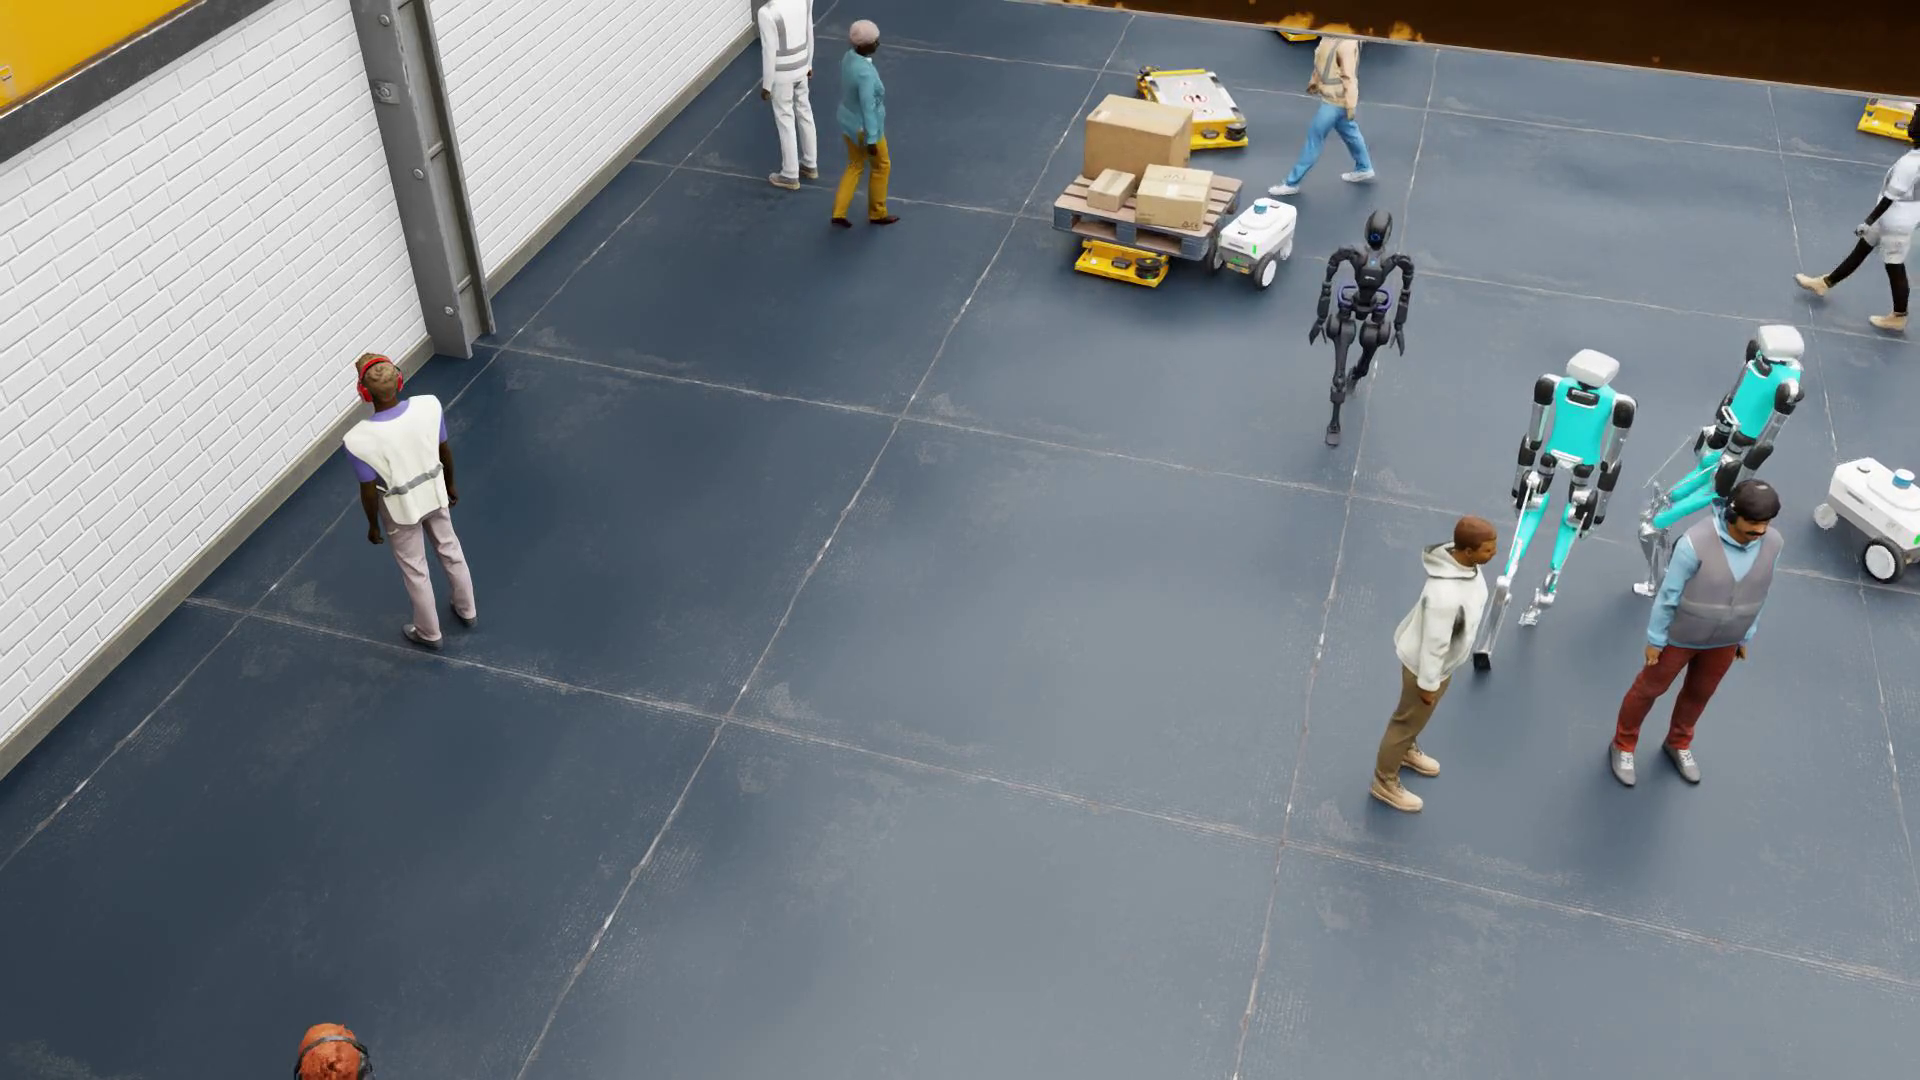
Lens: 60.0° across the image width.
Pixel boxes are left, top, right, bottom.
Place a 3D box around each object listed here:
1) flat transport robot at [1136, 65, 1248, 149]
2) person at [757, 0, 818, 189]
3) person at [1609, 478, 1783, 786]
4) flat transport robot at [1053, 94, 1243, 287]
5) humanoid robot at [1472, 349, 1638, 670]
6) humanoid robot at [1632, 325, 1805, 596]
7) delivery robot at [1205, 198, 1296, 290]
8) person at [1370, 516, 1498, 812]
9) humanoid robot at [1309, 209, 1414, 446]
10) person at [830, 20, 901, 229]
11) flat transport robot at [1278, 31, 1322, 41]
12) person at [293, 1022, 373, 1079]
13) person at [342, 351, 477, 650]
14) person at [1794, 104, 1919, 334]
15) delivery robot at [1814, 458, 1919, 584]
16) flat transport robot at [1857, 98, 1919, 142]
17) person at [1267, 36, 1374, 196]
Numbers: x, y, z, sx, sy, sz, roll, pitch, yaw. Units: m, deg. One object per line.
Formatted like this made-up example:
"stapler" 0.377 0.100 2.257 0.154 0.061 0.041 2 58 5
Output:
"flat transport robot" 2.057 -3.866 14.814 0.659 0.231 1.431 -5 39 -7
"person" -1.388 -3.754 13.385 0.338 1.883 0.582 25 45 28
"person" 3.625 0.442 8.179 0.542 1.872 0.412 -3 39 -3
"flat transport robot" 1.468 -2.435 13.033 0.659 0.231 1.431 16 42 19
"humanoid robot" 3.109 -0.066 8.941 0.553 1.778 0.947 24 44 26
"humanoid robot" 4.153 -0.408 9.343 0.677 1.791 0.543 0 39 0
"delivery robot" 2.248 -2.300 12.619 0.499 0.571 0.756 24 45 27
"person" 2.283 0.578 8.099 0.375 1.760 0.525 17 42 20
"humanoid robot" 2.591 -1.463 10.763 0.616 1.627 0.803 7 39 9
"person" -0.762 -3.160 12.769 0.591 1.729 0.549 -23 44 -26
"flat transport robot" 3.777 -5.227 16.506 1.431 0.231 0.659 -11 40 -14
"person" -2.087 2.295 5.907 0.575 1.829 0.979 -21 43 -24
"person" -2.949 -0.187 8.978 0.390 1.846 0.564 29 47 31
"person" 6.561 -2.304 11.761 0.860 1.643 0.549 29 47 31
"delivery robot" 5.570 -0.134 9.958 0.499 0.614 0.815 -14 41 -17
"flat transport robot" 8.539 -3.921 14.882 0.659 0.231 1.431 23 44 25
"person" 3.022 -3.574 13.328 0.916 1.669 0.539 -3 39 -4
